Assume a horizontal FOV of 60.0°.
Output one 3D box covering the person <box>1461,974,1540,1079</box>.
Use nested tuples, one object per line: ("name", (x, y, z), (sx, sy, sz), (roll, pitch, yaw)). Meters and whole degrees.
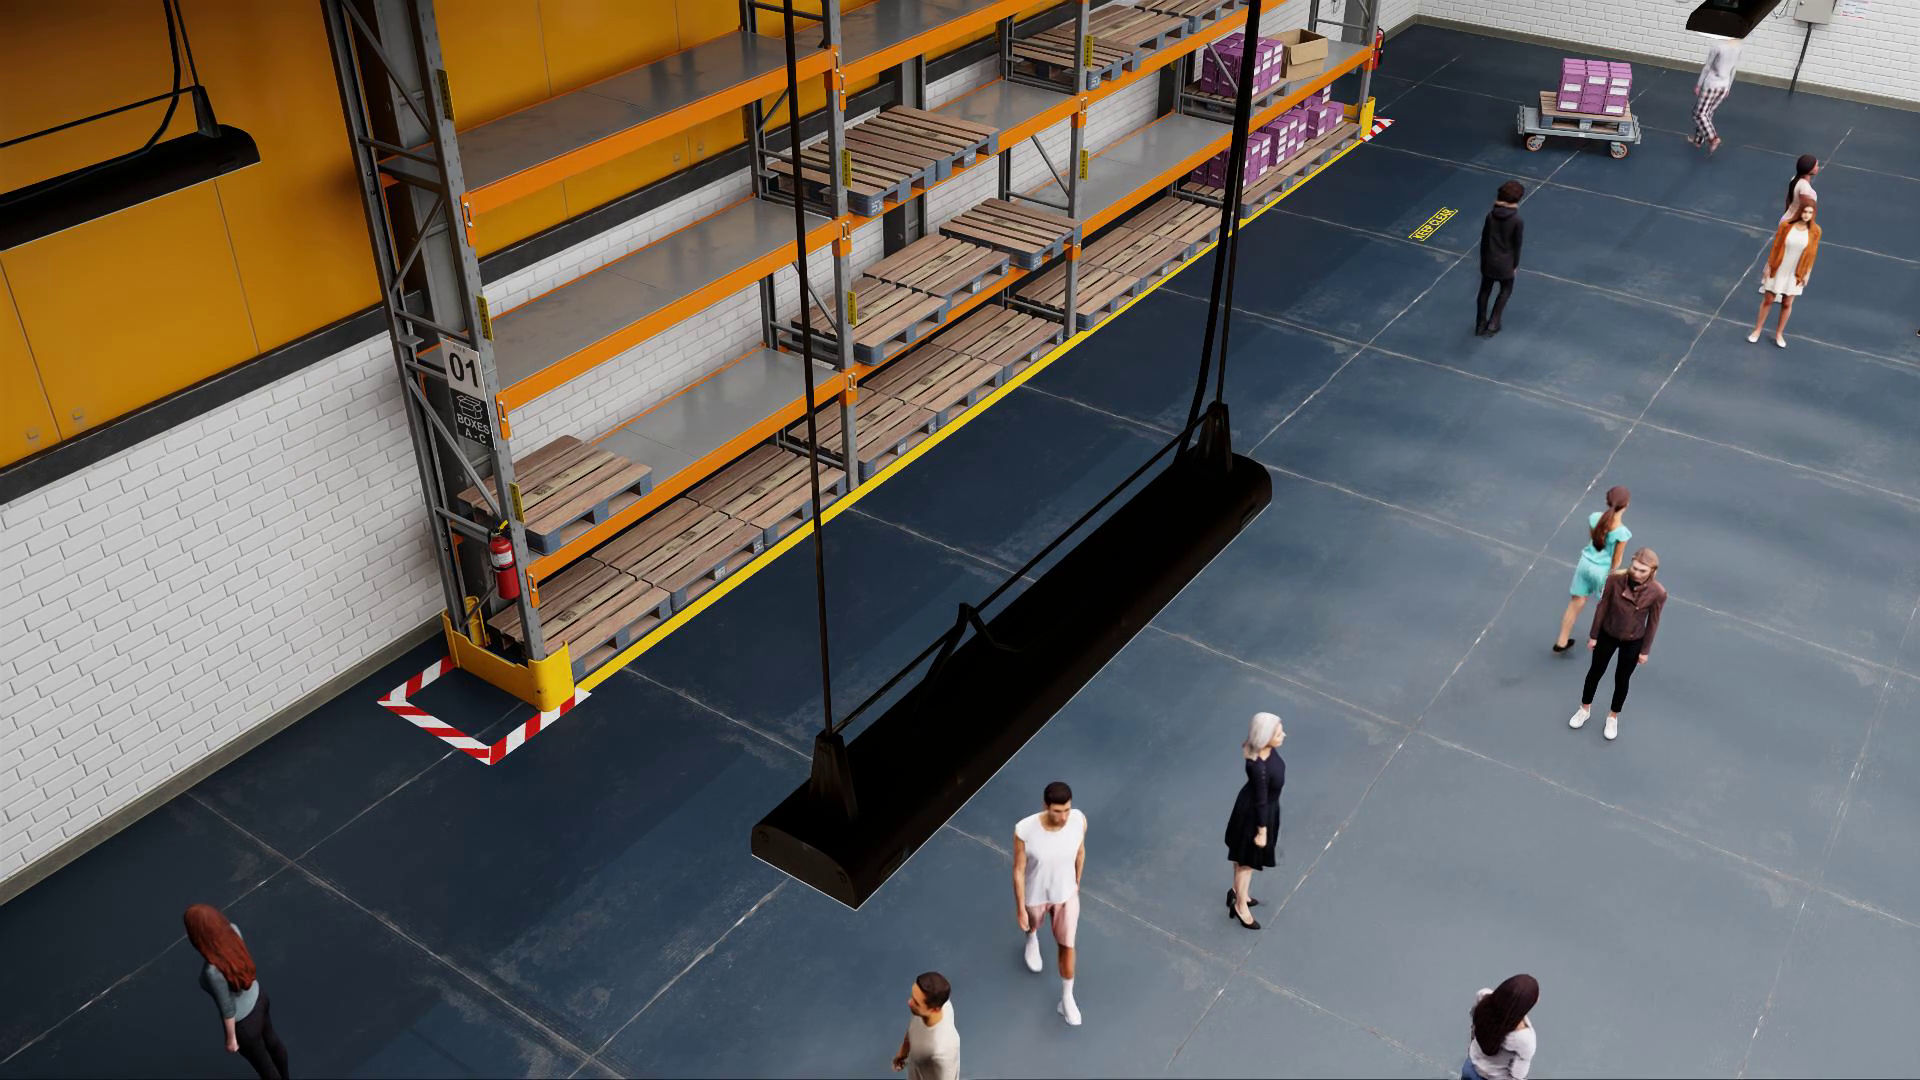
("person", (2.916, 3.041, 9.338), (1.060, 1.607, 0.854), (-18, 37, -24))

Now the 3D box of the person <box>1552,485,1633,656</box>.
("person", (5.146, 0.282, 13.577), (1.096, 1.507, 0.718), (-24, 41, -32))

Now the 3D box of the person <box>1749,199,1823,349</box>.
("person", (9.088, -2.965, 18.273), (0.634, 1.717, 0.605), (15, 36, 21))

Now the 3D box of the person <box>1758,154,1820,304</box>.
("person", (9.607, -3.618, 19.235), (0.717, 1.740, 0.609), (2, 34, 4))

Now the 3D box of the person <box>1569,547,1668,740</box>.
("person", (5.044, 0.754, 12.689), (0.610, 1.706, 0.508), (19, 38, 26))

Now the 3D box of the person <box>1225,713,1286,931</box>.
("person", (1.962, 1.838, 11.020), (0.749, 1.747, 0.646), (5, 34, 7))

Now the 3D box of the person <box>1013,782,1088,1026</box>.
("person", (0.539, 2.151, 10.557), (1.082, 1.739, 1.163), (-4, 34, -6))

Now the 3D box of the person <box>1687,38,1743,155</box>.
("person", (10.550, -6.272, 23.152), (1.038, 1.824, 1.074), (-7, 34, -11))

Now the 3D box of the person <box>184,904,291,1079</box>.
("person", (-4.157, 2.744, 9.661), (0.733, 1.743, 0.653), (-1, 34, -2))

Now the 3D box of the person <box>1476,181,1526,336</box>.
("person", (5.928, -3.063, 18.381), (0.643, 1.762, 0.571), (24, 40, 31))

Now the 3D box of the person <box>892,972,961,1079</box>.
("person", (-0.050, 3.016, 9.229), (1.179, 1.768, 1.141), (-5, 34, -7))
